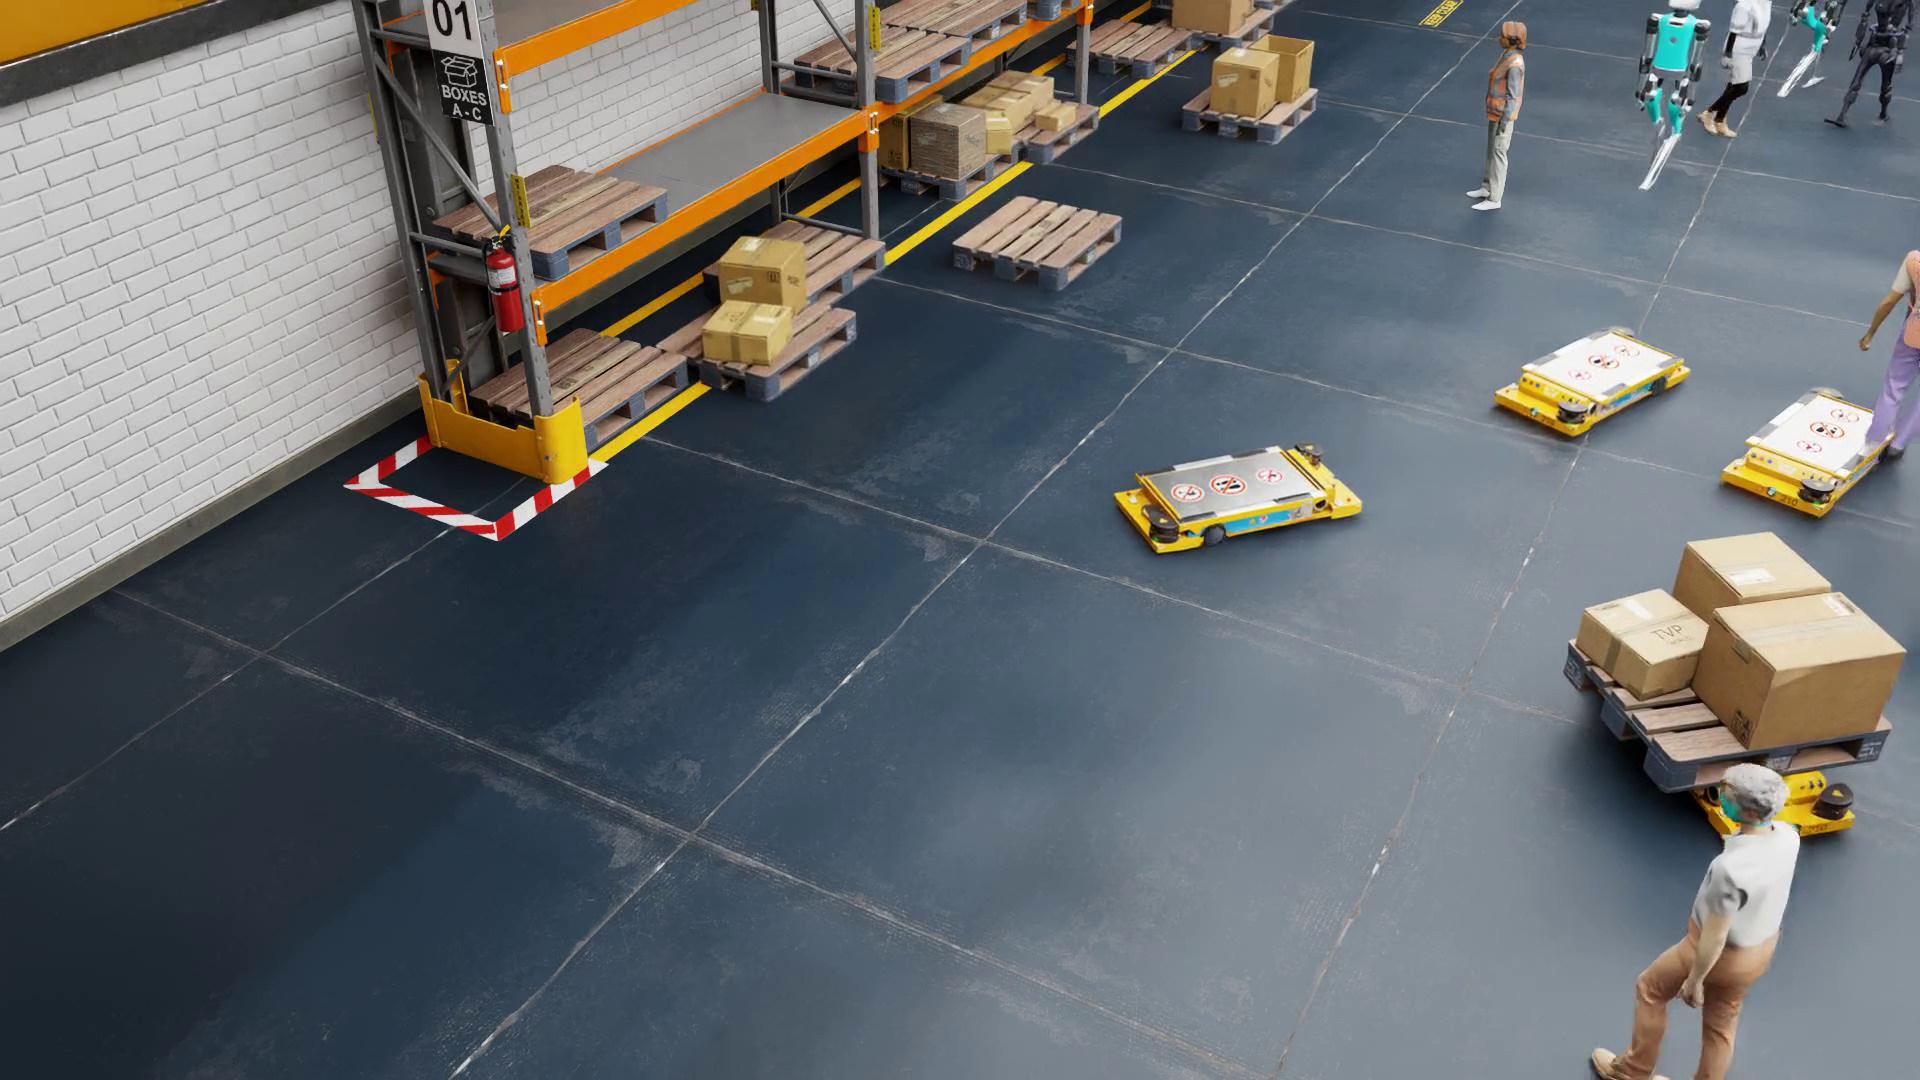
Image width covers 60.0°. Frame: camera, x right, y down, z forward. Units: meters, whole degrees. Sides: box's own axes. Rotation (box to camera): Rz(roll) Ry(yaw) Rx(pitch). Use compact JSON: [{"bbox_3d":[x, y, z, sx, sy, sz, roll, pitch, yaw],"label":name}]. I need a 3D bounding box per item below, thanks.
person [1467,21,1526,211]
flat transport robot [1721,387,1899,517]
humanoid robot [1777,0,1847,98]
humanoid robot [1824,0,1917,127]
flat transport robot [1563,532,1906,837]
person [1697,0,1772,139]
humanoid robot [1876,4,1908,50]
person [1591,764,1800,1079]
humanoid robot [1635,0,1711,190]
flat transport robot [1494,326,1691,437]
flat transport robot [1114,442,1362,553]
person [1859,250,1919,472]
[{"bbox_3d":[4.707,-3.691,14.487,0.308,1.638,0.521,4,34,6],"label":"person"},{"bbox_3d":[5.712,-0.604,11.062,1.431,0.231,0.659,-28,43,-35],"label":"flat transport robot"},{"bbox_3d":[8.924,-5.443,17.084,0.909,1.761,0.568,-25,41,-32],"label":"humanoid robot"},{"bbox_3d":[8.980,-4.804,16.181,0.783,1.625,0.600,-15,36,-21],"label":"humanoid robot"},{"bbox_3d":[3.902,1.002,8.632,0.659,0.231,1.431,-7,34,-10],"label":"flat transport robot"},{"bbox_3d":[7.517,-4.671,15.934,0.381,1.678,0.530,28,42,35],"label":"person"},{"bbox_3d":[10.562,-6.289,18.373,0.599,1.657,0.315,-24,41,-32],"label":"humanoid robot"},{"bbox_3d":[2.916,1.552,6.489,0.465,1.707,0.624,-17,37,-23],"label":"person"},{"bbox_3d":[6.435,-4.062,15.016,0.547,1.827,0.875,22,39,29],"label":"humanoid robot"},{"bbox_3d":[4.538,-1.148,11.885,1.431,0.231,0.659,-23,40,-31],"label":"flat transport robot"},{"bbox_3d":[1.765,-0.275,10.565,1.431,0.231,0.659,-11,35,-16],"label":"flat transport robot"},{"bbox_3d":[6.179,-1.282,10.676,0.681,1.821,0.543,12,35,17],"label":"person"}]
